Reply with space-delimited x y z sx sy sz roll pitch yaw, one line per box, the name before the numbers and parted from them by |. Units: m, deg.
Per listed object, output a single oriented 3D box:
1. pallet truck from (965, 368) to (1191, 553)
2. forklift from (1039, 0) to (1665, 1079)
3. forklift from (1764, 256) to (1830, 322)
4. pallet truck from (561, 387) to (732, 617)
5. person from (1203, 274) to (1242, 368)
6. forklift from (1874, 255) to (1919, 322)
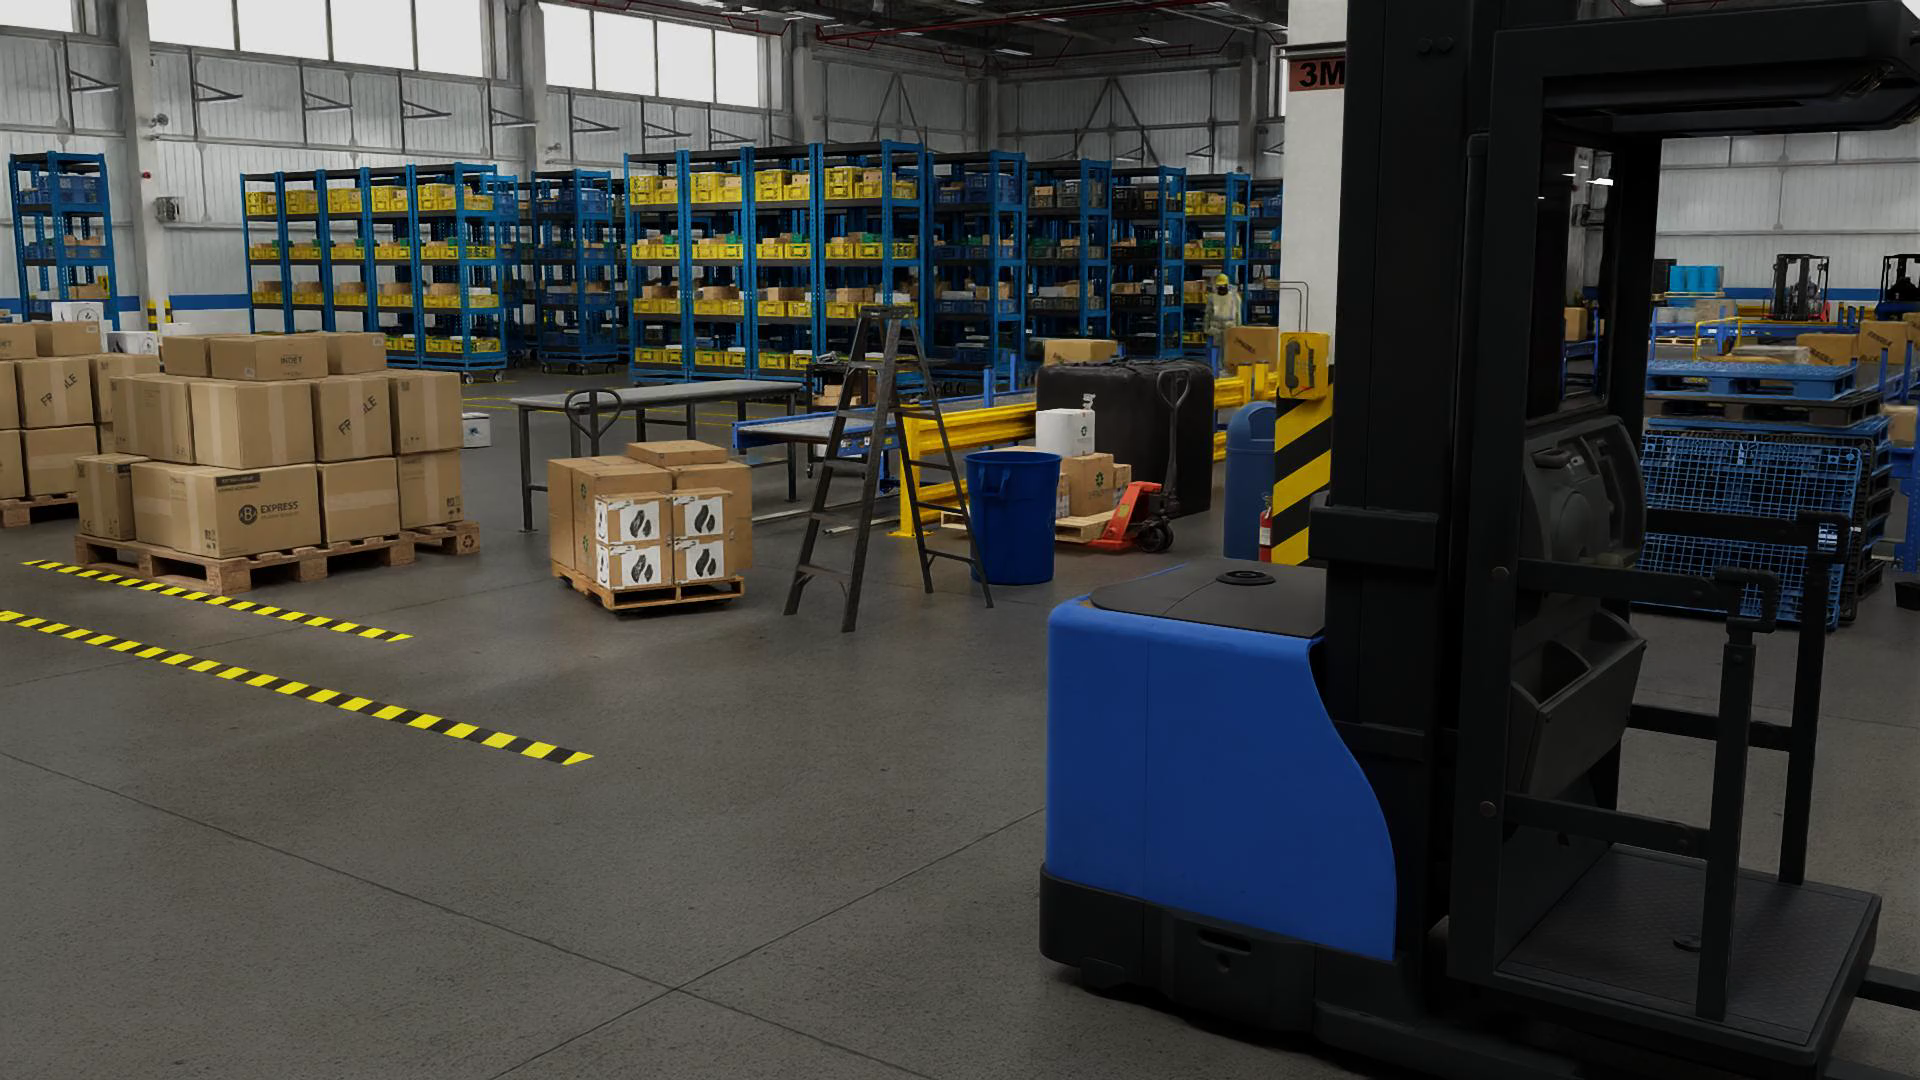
pallet truck | 0.845 -0.609 11.869 1.630 1.274 0.653 7 12 35
forklift | 1.249 -0.137 4.360 1.873 2.768 1.129 7 12 35
forklift | 20.253 -5.854 40.139 1.157 1.987 2.680 7 12 35
pallet truck | -1.981 -0.274 10.088 0.680 1.201 1.601 -5 11 -28
person | 4.281 -3.444 27.265 0.620 1.795 0.841 3 10 16
forklift | 22.089 -5.634 38.796 1.157 1.987 2.680 6 11 33
